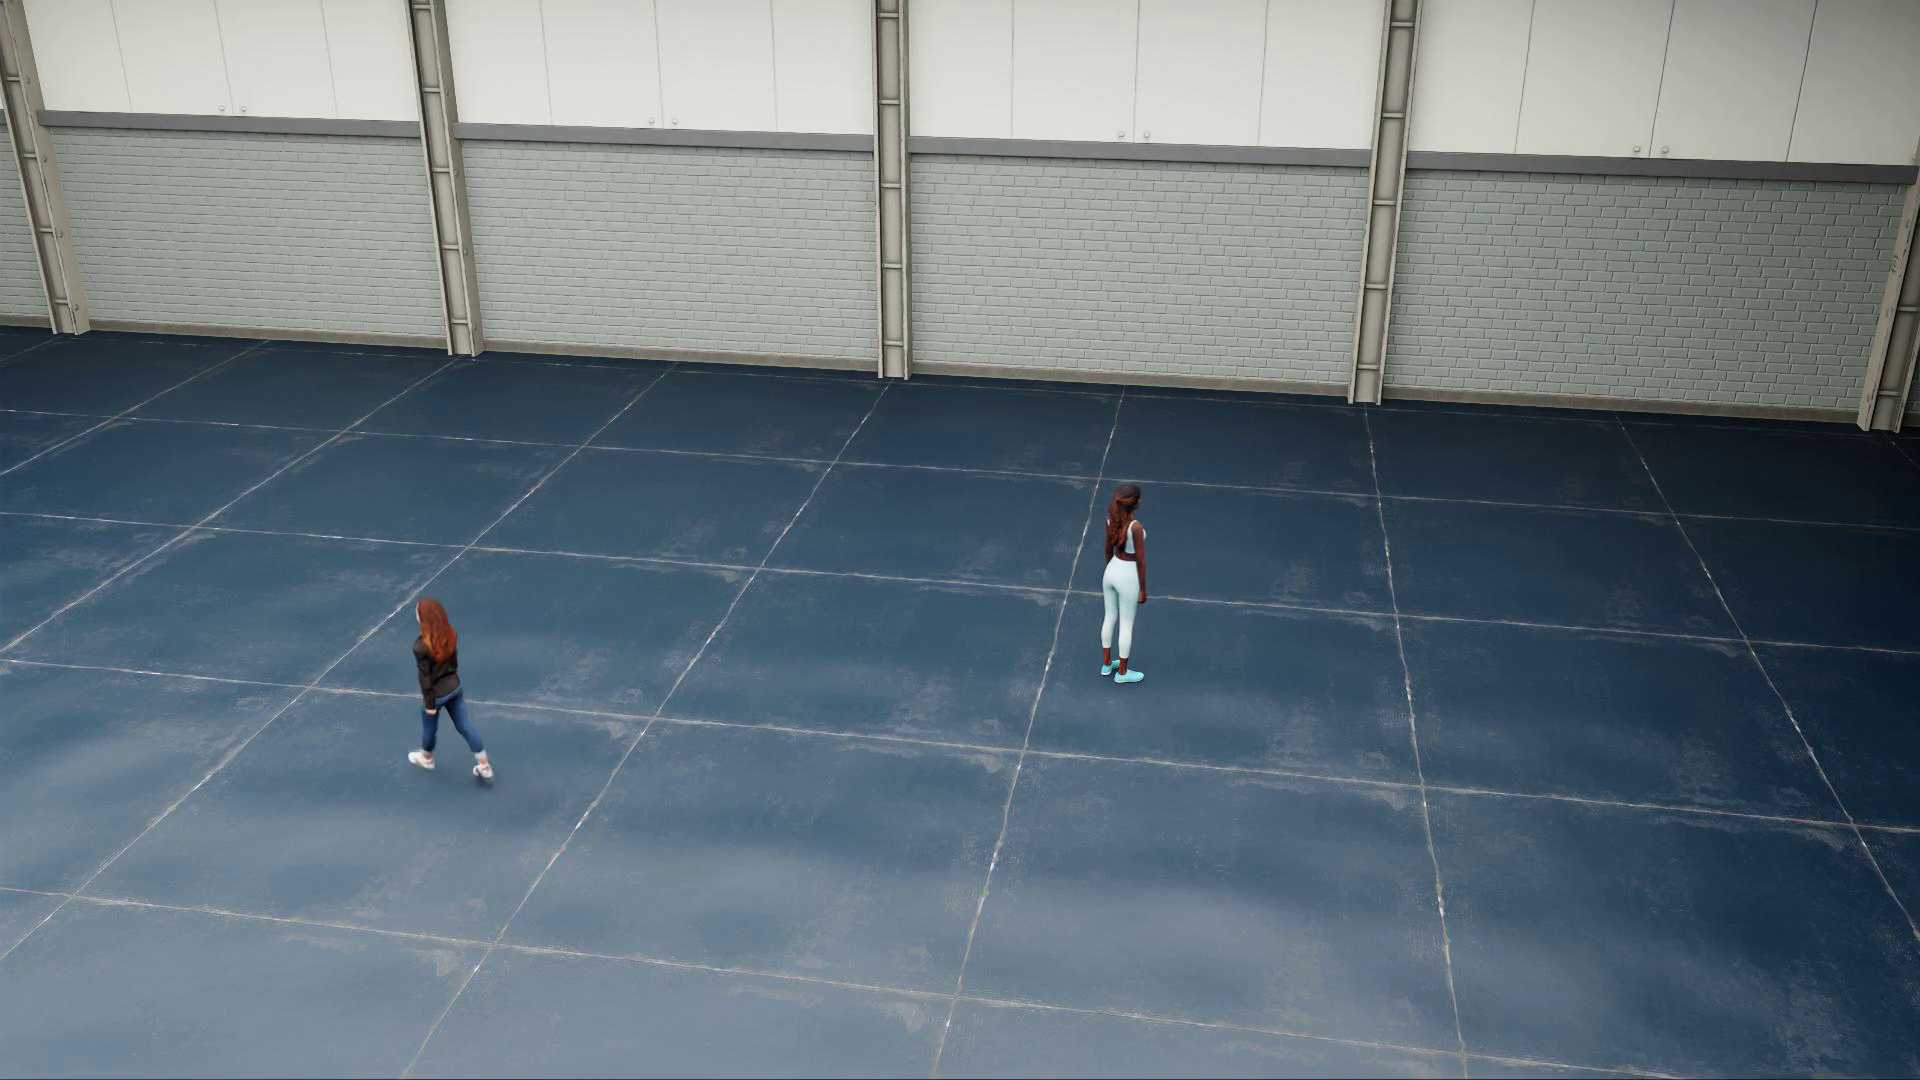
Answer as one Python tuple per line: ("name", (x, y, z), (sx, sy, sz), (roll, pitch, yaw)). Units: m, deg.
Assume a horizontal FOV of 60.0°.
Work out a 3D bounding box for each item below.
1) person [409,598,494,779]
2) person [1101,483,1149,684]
("person", (-3.739, 1.127, 12.213), (1.076, 1.445, 0.803), (13, 26, 27))
("person", (1.340, 0.341, 13.703), (0.717, 1.725, 0.644), (-18, 29, -36))
